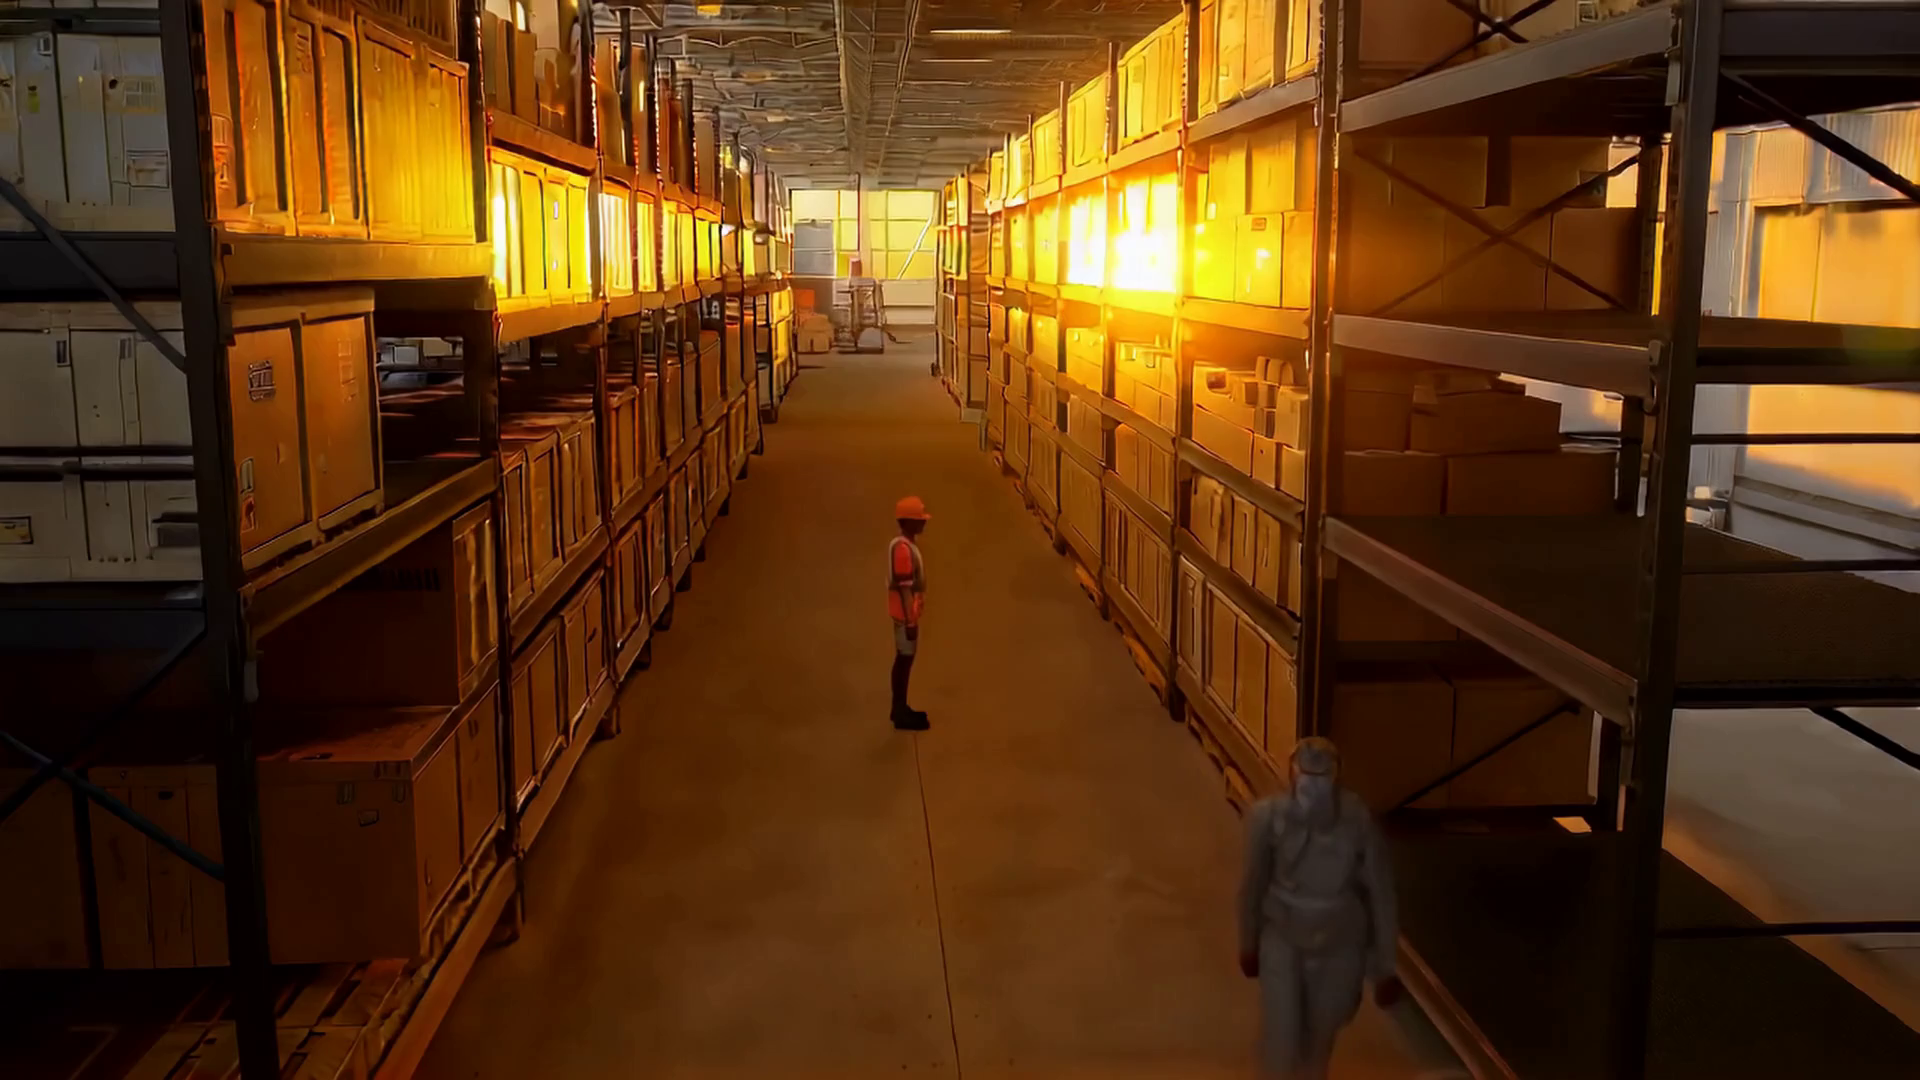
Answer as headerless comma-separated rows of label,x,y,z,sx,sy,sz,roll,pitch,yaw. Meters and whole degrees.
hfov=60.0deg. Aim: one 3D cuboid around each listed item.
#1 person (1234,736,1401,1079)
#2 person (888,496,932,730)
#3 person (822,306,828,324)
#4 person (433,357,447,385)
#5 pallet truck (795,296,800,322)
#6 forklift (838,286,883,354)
person,1.507,1.754,6.989,0.668,1.880,0.776,0,10,2
person,-0.411,0.593,13.737,0.361,1.935,0.553,-1,10,-5
person,-6.585,-10.585,81.250,0.321,1.689,0.530,-4,10,-22
person,-11.997,-3.369,38.244,0.861,1.644,0.551,-1,10,-4
pallet truck,-8.622,-12.439,91.403,1.885,1.965,0.823,2,10,13
forklift,-4.142,-9.110,68.883,1.873,2.768,1.129,-1,10,-3
